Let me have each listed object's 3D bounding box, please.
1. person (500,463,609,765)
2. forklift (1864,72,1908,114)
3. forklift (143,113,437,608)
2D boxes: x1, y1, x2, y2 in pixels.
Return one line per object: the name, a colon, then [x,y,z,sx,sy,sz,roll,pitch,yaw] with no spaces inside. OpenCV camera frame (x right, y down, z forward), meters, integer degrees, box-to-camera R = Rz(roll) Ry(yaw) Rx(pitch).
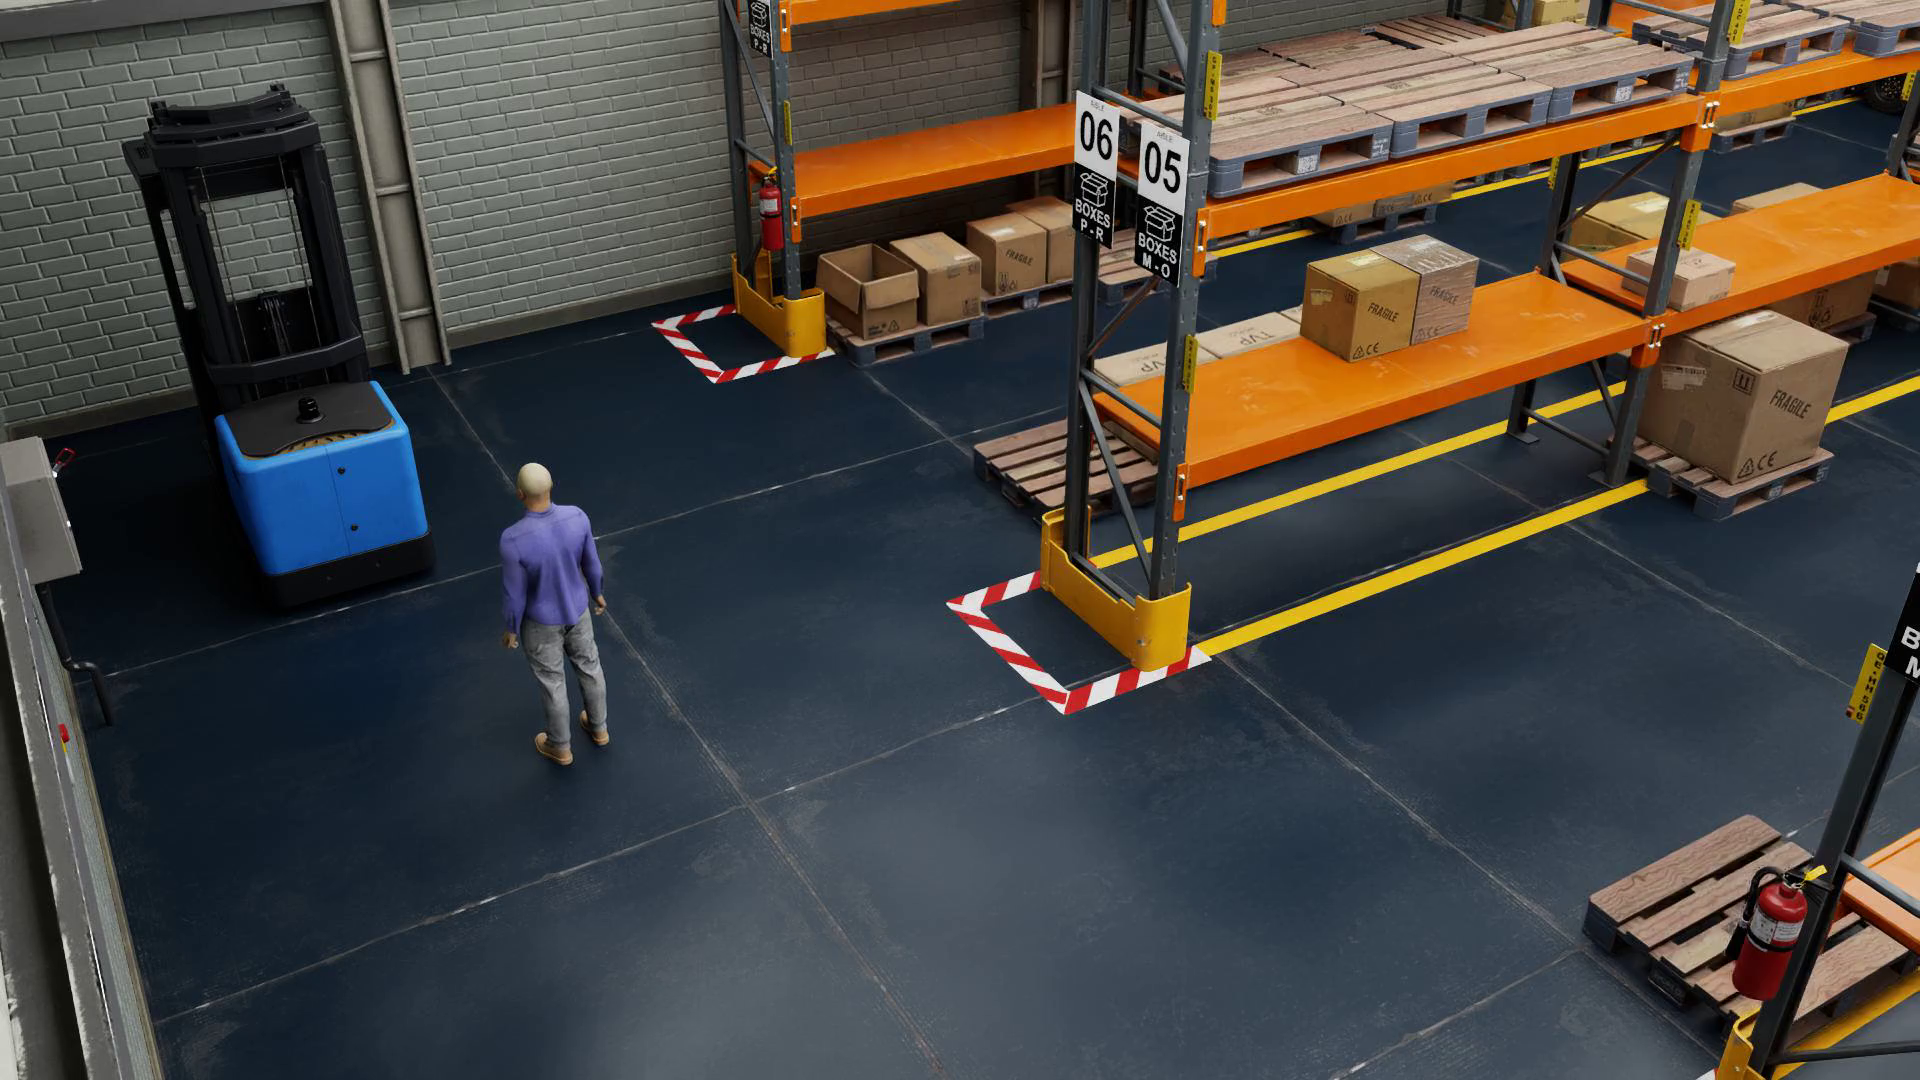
person: [-2.139,0.399,8.841,0.603,1.798,0.387,-25,40,-35]
forklift: [11.468,-5.645,18.244,1.214,2.155,2.313,-17,36,-26]
forklift: [-4.289,-1.259,10.509,1.129,2.768,1.873,-17,36,-26]
